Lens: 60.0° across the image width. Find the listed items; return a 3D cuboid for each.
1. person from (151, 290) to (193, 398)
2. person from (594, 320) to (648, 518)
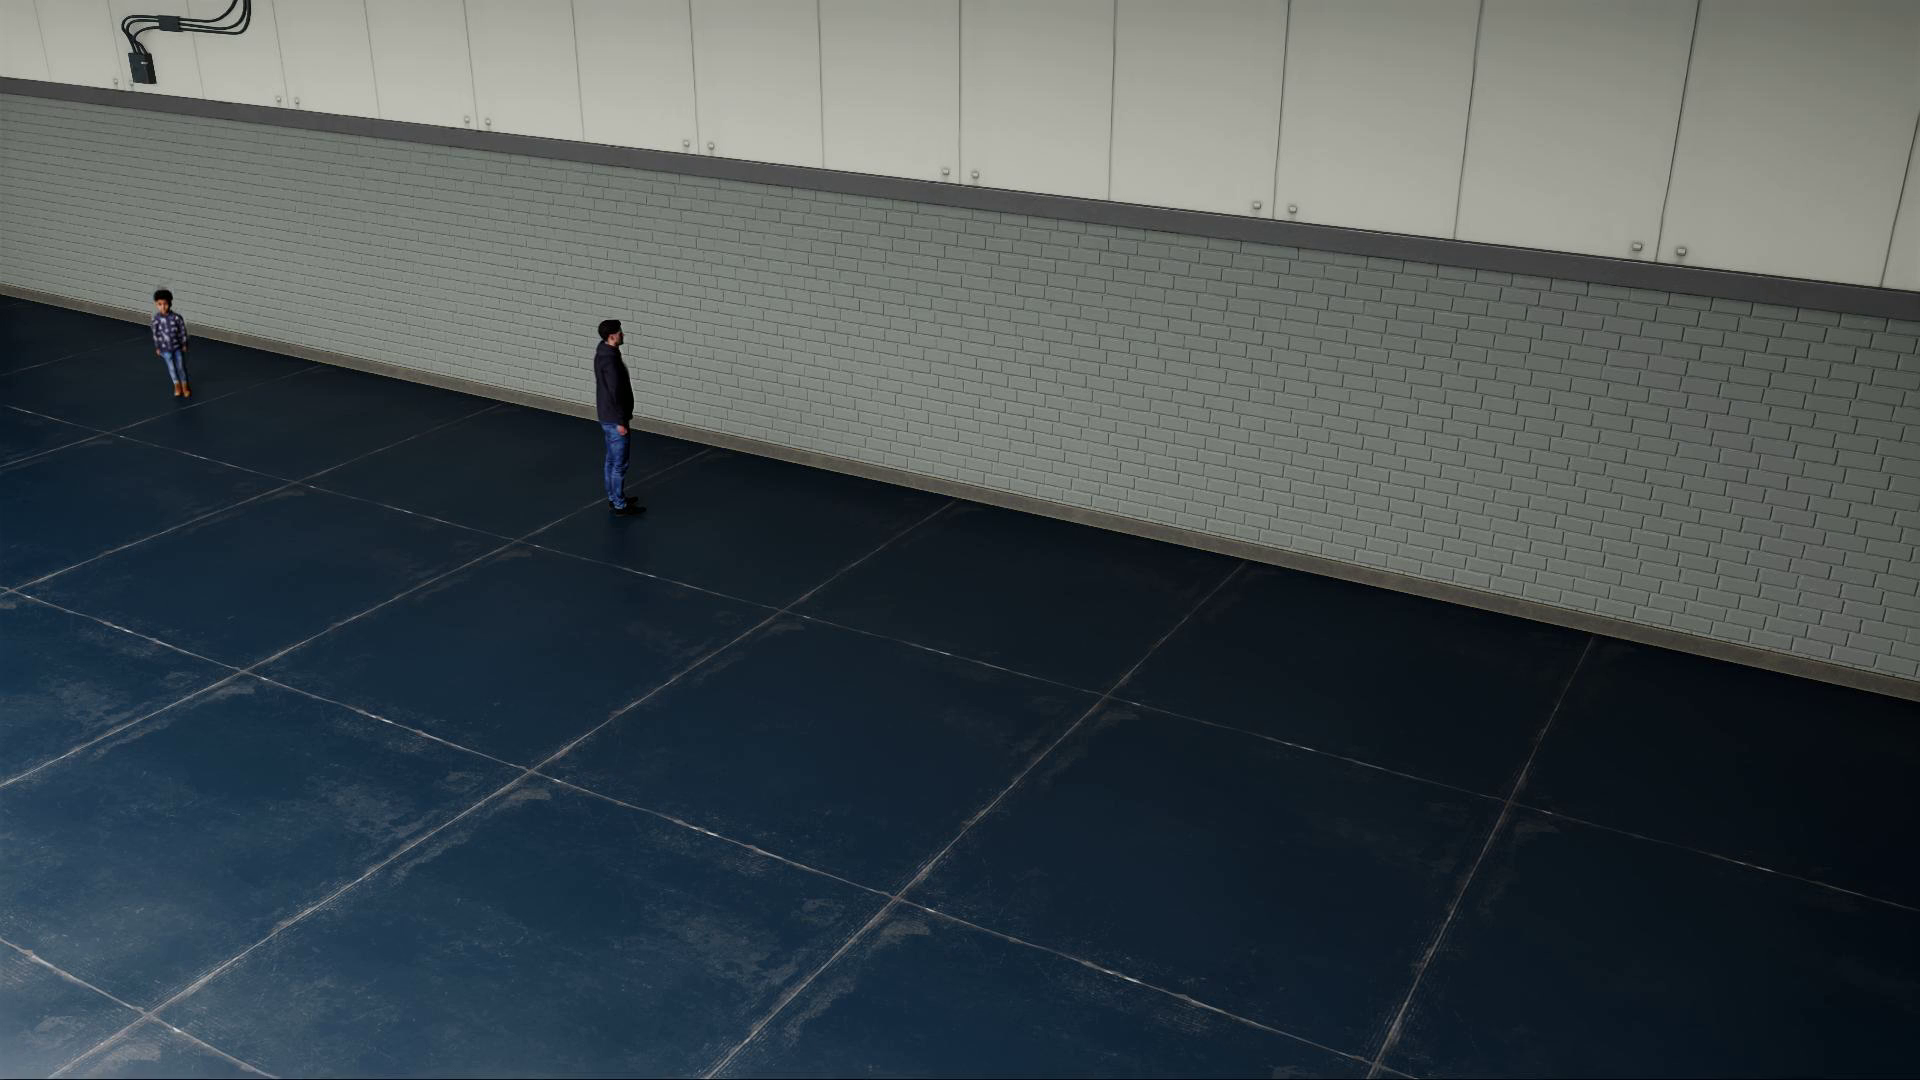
[{"bbox_3d":[-9.062,-2.269,19.109,0.614,1.239,0.675,-7,24,-17],"label":"person"},{"bbox_3d":[-3.259,-1.157,15.658,0.780,1.895,0.759,-10,25,-22],"label":"person"}]
